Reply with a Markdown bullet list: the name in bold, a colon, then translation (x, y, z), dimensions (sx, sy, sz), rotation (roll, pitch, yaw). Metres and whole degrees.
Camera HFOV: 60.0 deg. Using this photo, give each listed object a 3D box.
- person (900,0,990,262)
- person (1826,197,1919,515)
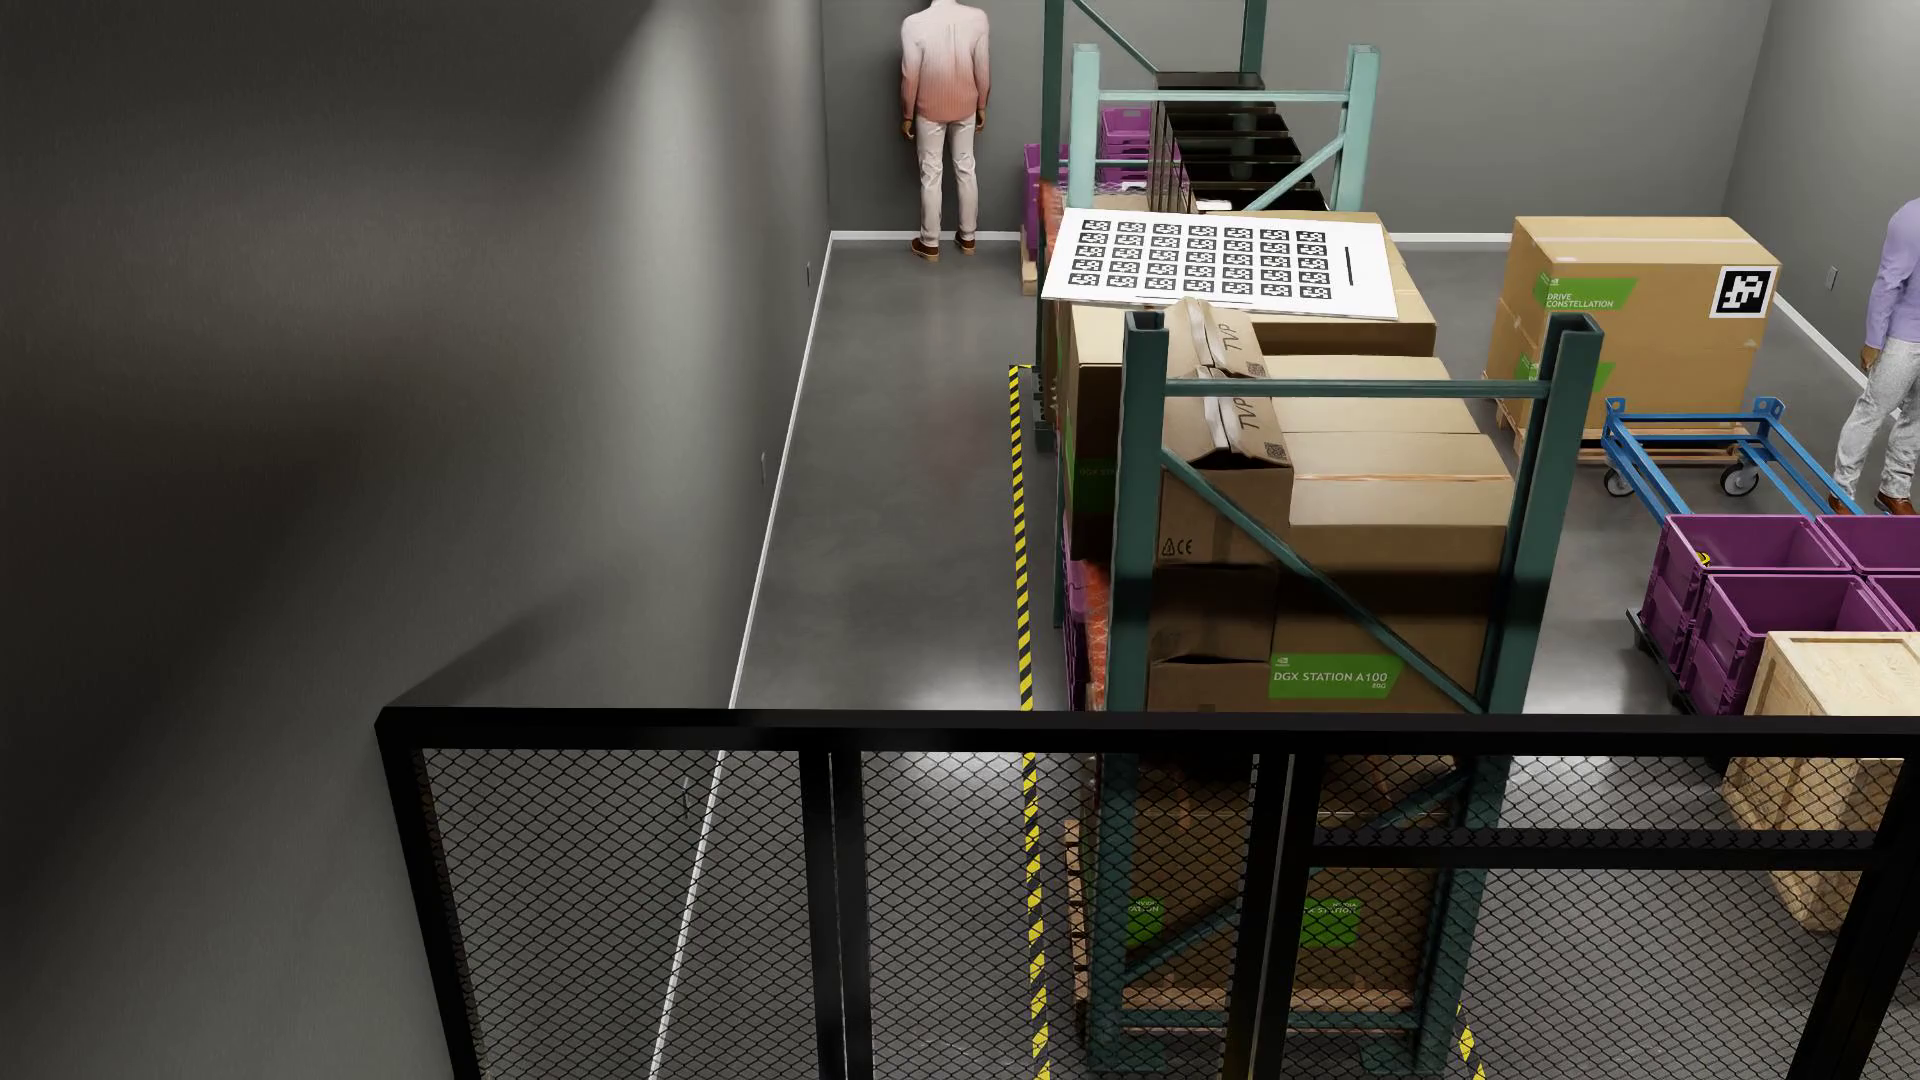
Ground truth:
- **person**: translation (-0.102, -2.814, 10.836), dimensions (0.620, 1.994, 0.381), rotation (-13, 33, -20)
- **person**: translation (4.533, -0.944, 7.784), dimensions (0.630, 1.940, 0.372), rotation (-1, 31, -2)
